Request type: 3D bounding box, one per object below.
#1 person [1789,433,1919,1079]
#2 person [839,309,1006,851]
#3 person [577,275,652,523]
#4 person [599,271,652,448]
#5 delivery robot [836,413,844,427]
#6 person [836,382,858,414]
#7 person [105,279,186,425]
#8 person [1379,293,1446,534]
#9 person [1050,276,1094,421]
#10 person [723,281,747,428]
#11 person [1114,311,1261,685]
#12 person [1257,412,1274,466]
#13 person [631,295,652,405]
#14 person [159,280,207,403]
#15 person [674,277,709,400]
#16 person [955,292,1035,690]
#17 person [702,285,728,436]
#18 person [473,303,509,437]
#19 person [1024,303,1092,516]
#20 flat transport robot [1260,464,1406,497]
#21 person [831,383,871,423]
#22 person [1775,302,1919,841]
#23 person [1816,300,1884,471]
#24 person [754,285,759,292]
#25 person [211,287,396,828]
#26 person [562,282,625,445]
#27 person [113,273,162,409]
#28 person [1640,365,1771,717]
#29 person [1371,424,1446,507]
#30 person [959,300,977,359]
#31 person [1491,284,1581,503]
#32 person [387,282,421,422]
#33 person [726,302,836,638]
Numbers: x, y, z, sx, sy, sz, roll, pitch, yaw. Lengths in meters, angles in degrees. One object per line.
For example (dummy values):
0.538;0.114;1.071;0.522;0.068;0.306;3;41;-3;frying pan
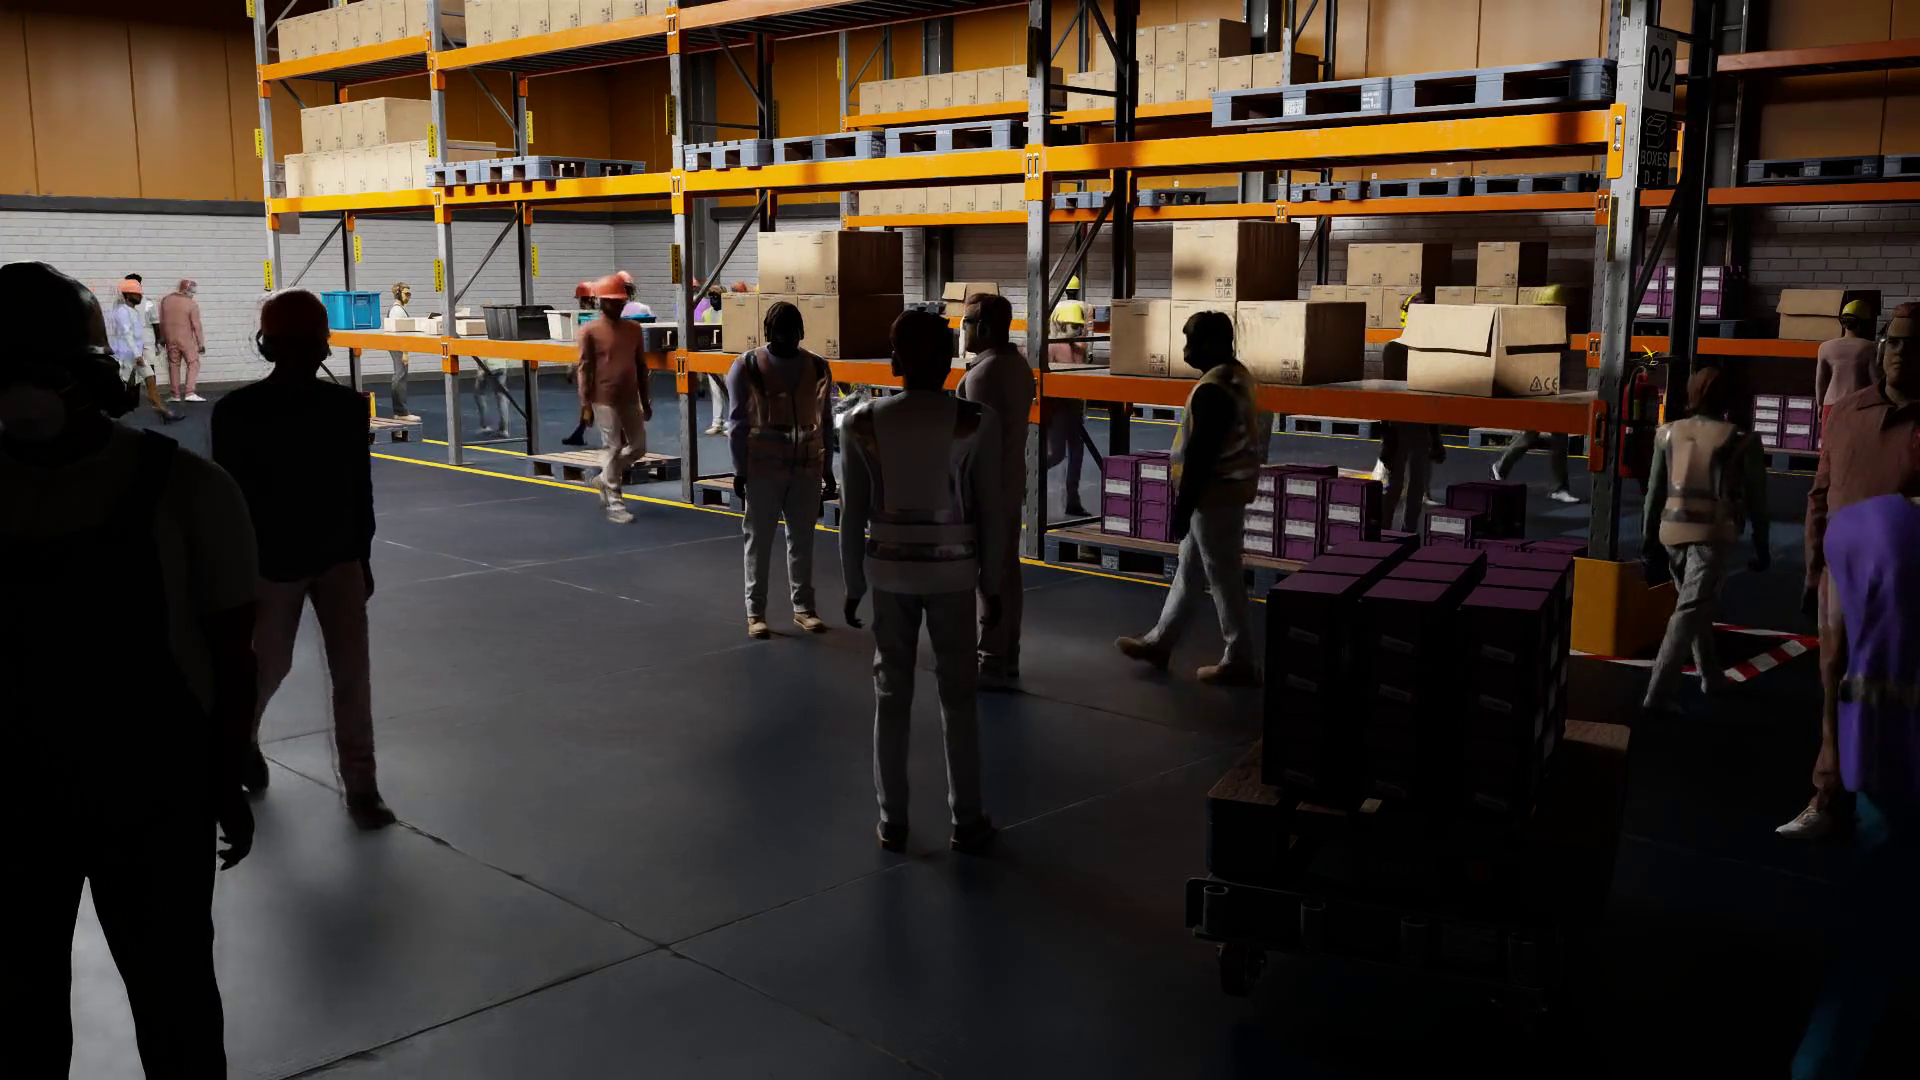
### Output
2.060;0.553;3.525;0.689;1.814;0.572;-8;12;-39;person
-0.128;0.149;5.778;0.574;1.884;0.360;1;9;8;person
-2.794;-1.134;13.358;0.599;1.977;0.642;8;12;41;person
-3.769;-2.031;18.791;0.621;2.013;0.915;-4;10;-24;person
-1.028;-1.274;18.277;0.707;0.478;0.477;8;13;42;delivery robot
-1.854;-2.644;22.765;1.051;1.932;0.612;-1;9;-6;person
-10.593;-2.393;21.379;1.006;1.886;0.552;0;9;-2;person
3.046;-0.711;11.132;0.566;1.863;0.367;-6;11;-31;person
1.486;-2.536;22.098;0.587;1.930;0.361;1;9;5;person
-2.687;-2.331;21.016;0.668;1.869;0.611;6;11;34;person
1.113;-0.197;8.098;0.771;1.814;0.657;3;10;16;person
2.965;-1.582;16.276;0.652;1.918;0.458;-2;9;-12;person
-4.991;-2.900;24.794;0.616;1.786;0.941;-9;13;-43;person
-11.814;-3.010;25.243;0.725;1.864;0.396;2;9;9;person
-4.130;-3.099;25.552;0.566;1.926;0.400;-6;11;-32;person
0.126;-0.233;8.037;0.410;1.913;0.643;3;10;17;person
-2.897;-2.173;20.190;0.619;1.836;0.431;5;11;29;person
-5.688;-2.046;20.057;0.565;1.612;0.520;6;11;34;person
0.816;-1.071;13.668;0.532;1.750;0.551;-9;13;-44;person
3.189;-0.523;14.829;0.652;0.197;1.431;-7;12;-38;flat transport robot
-1.269;-2.154;20.392;0.554;1.729;0.494;-2;9;-9;person
3.164;0.153;5.672;0.407;1.913;0.641;-6;11;-31;person
7.363;-1.098;13.787;0.309;1.769;0.524;-9;13;-43;person
-2.549;-2.406;21.595;0.589;1.834;0.403;-9;13;-43;person
-2.487;0.048;6.178;0.926;1.966;0.631;8;13;42;person
-4.127;-1.974;18.822;1.025;1.887;0.558;5;11;28;person
-11.883;-2.869;24.061;0.607;1.957;0.376;-3;10;-20;person
3.393;0.001;7.618;0.877;1.589;0.522;-6;11;-33;person
3.822;-1.089;14.178;0.676;1.616;0.455;-2;10;-13;person
0.210;-2.569;23.240;0.499;1.628;0.278;-4;10;-25;person
5.114;-1.299;14.628;0.593;1.903;0.866;-5;10;-27;person
-7.405;-2.484;22.054;0.350;1.842;0.506;-5;10;-26;person
-0.970;-0.387;9.194;0.619;1.845;0.430;-4;10;-25;person
